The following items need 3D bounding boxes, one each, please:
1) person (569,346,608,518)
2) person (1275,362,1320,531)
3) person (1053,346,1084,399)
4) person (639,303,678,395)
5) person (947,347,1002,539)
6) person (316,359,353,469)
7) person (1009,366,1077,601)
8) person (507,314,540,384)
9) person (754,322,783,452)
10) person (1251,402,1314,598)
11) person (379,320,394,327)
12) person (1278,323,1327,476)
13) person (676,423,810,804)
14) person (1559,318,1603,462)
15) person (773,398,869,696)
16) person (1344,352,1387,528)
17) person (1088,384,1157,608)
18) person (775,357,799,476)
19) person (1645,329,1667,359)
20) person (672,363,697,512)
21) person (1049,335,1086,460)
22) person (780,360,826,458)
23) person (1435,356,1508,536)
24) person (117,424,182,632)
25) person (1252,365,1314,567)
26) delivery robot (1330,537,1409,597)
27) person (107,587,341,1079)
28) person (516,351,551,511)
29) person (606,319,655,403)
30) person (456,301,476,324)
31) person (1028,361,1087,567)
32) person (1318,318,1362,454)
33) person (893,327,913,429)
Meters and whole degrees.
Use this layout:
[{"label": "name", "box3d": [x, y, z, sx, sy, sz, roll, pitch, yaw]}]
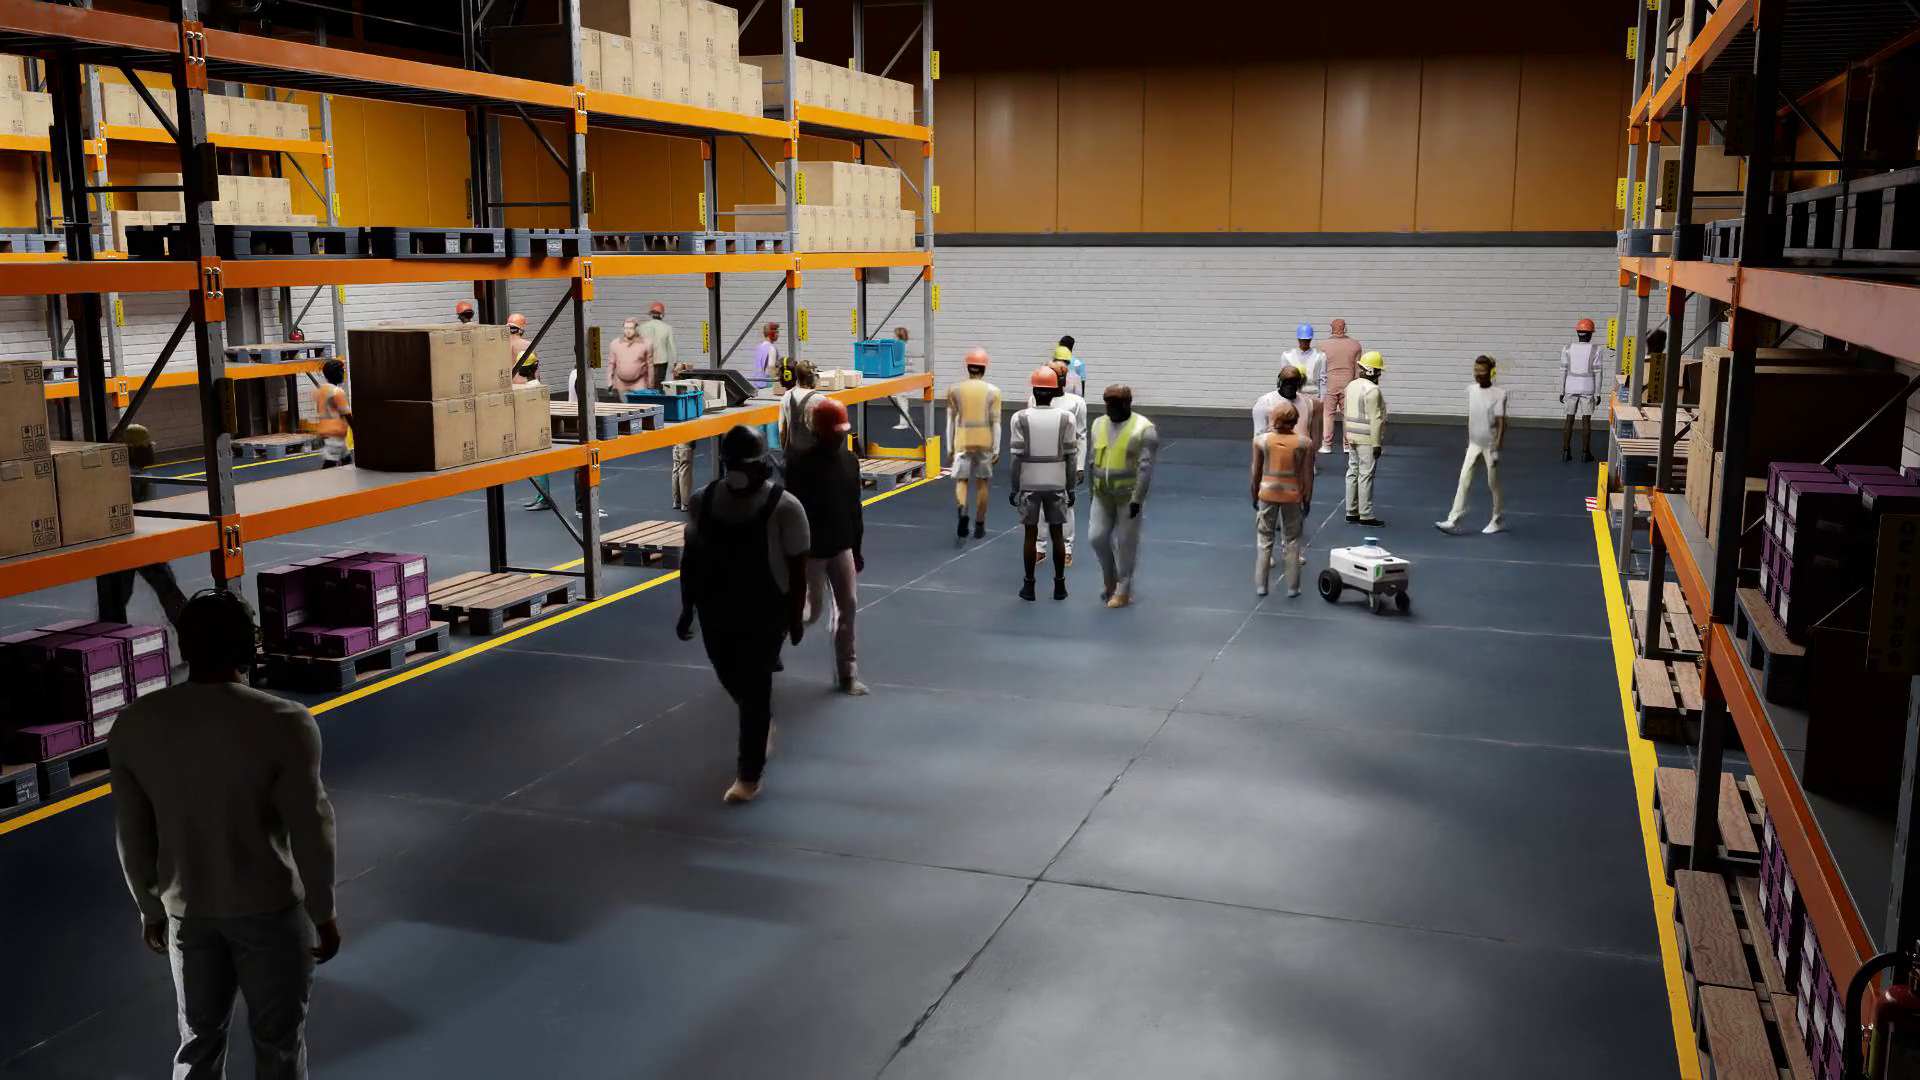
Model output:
[{"label": "person", "box3d": [-4.030, -1.188, 17.859, 0.388, 1.917, 0.593, -3, 11, -17]}, {"label": "person", "box3d": [3.359, -0.920, 16.797, 0.558, 1.747, 0.407, -1, 10, -6]}, {"label": "person", "box3d": [1.229, -1.464, 19.963, 0.540, 1.708, 0.923, -3, 10, -16]}, {"label": "person", "box3d": [-5.052, -3.016, 28.039, 0.660, 1.945, 0.982, 2, 10, 9]}, {"label": "person", "box3d": [0.138, -0.939, 16.435, 0.553, 1.923, 0.585, 1, 10, 4]}, {"label": "person", "box3d": [-6.835, -1.170, 18.477, 0.840, 1.657, 0.540, -7, 12, -36]}, {"label": "person", "box3d": [0.677, -0.462, 13.725, 0.562, 1.935, 0.382, 0, 10, -2]}, {"label": "person", "box3d": [-6.010, -2.080, 22.662, 0.622, 1.993, 0.382, 2, 10, 10]}, {"label": "person", "box3d": [-2.709, -2.161, 23.560, 0.392, 1.847, 0.576, -5, 11, -24]}, {"label": "person", "box3d": [2.672, -0.327, 13.838, 0.519, 1.628, 0.323, 3, 11, 18]}, {"label": "person", "box3d": [-7.950, -2.119, 23.194, 0.666, 1.878, 0.604, 4, 11, 23]}, {"label": "person", "box3d": [4.345, -1.780, 21.134, 0.610, 1.938, 0.410, 2, 10, 11]}, {"label": "person", "box3d": [-1.149, 0.313, 9.056, 0.687, 2.000, 0.958, 4, 11, 19]}, {"label": "person", "box3d": [8.408, -2.025, 22.520, 0.553, 1.934, 0.363, 6, 12, 33]}, {"label": "person", "box3d": [-0.957, 0.026, 10.910, 0.772, 1.961, 0.658, 10, 14, 43]}, {"label": "person", "box3d": [4.226, -1.042, 17.302, 0.403, 1.822, 0.587, -3, 10, -16]}, {"label": "person", "box3d": [1.282, -0.352, 13.430, 0.629, 1.823, 0.448, 7, 12, 34]}, {"label": "person", "box3d": [-1.616, -0.817, 15.924, 0.329, 1.865, 0.509, 2, 10, 9]}, {"label": "person", "box3d": [8.072, -1.503, 19.535, 0.401, 1.971, 0.633, -4, 11, -20]}, {"label": "person", "box3d": [-3.032, -1.129, 18.307, 0.306, 1.640, 0.523, -5, 11, -28]}, {"label": "person", "box3d": [1.457, -1.939, 22.708, 0.535, 1.697, 0.318, 2, 10, 12]}, {"label": "person", "box3d": [-1.457, -0.777, 15.754, 0.507, 1.842, 0.339, 4, 11, 24]}, {"label": "person", "box3d": [5.201, -0.929, 16.663, 0.955, 1.819, 0.552, -8, 13, -37]}, {"label": "person", "box3d": [-5.611, 0.054, 11.475, 0.516, 1.696, 0.896, 5, 11, 24]}, {"label": "person", "box3d": [2.967, -0.674, 15.193, 0.619, 1.839, 0.430, -4, 11, -20]}, {"label": "delivery robot", "box3d": [3.318, 0.222, 13.491, 0.477, 0.478, 0.707, -4, 11, -21]}, {"label": "person", "box3d": [-2.151, 1.093, 4.950, 0.635, 1.938, 0.361, 1, 10, 3]}, {"label": "person", "box3d": [-4.728, -1.203, 18.375, 0.328, 1.764, 0.528, -3, 11, -16]}, {"label": "person", "box3d": [-4.735, -2.211, 23.774, 0.650, 1.867, 0.946, 1, 10, 6]}, {"label": "person", "box3d": [-7.737, -2.729, 26.190, 0.394, 2.040, 0.609, 4, 11, 22]}, {"label": "person", "box3d": [0.864, -0.691, 15.153, 0.572, 1.885, 0.358, 4, 11, 22]}, {"label": "person", "box3d": [5.295, -2.152, 23.336, 0.636, 1.903, 0.405, 0, 10, -2]}, {"label": "person", "box3d": [-0.940, -2.564, 26.390, 0.389, 1.625, 0.548, 3, 11, 17]}]
